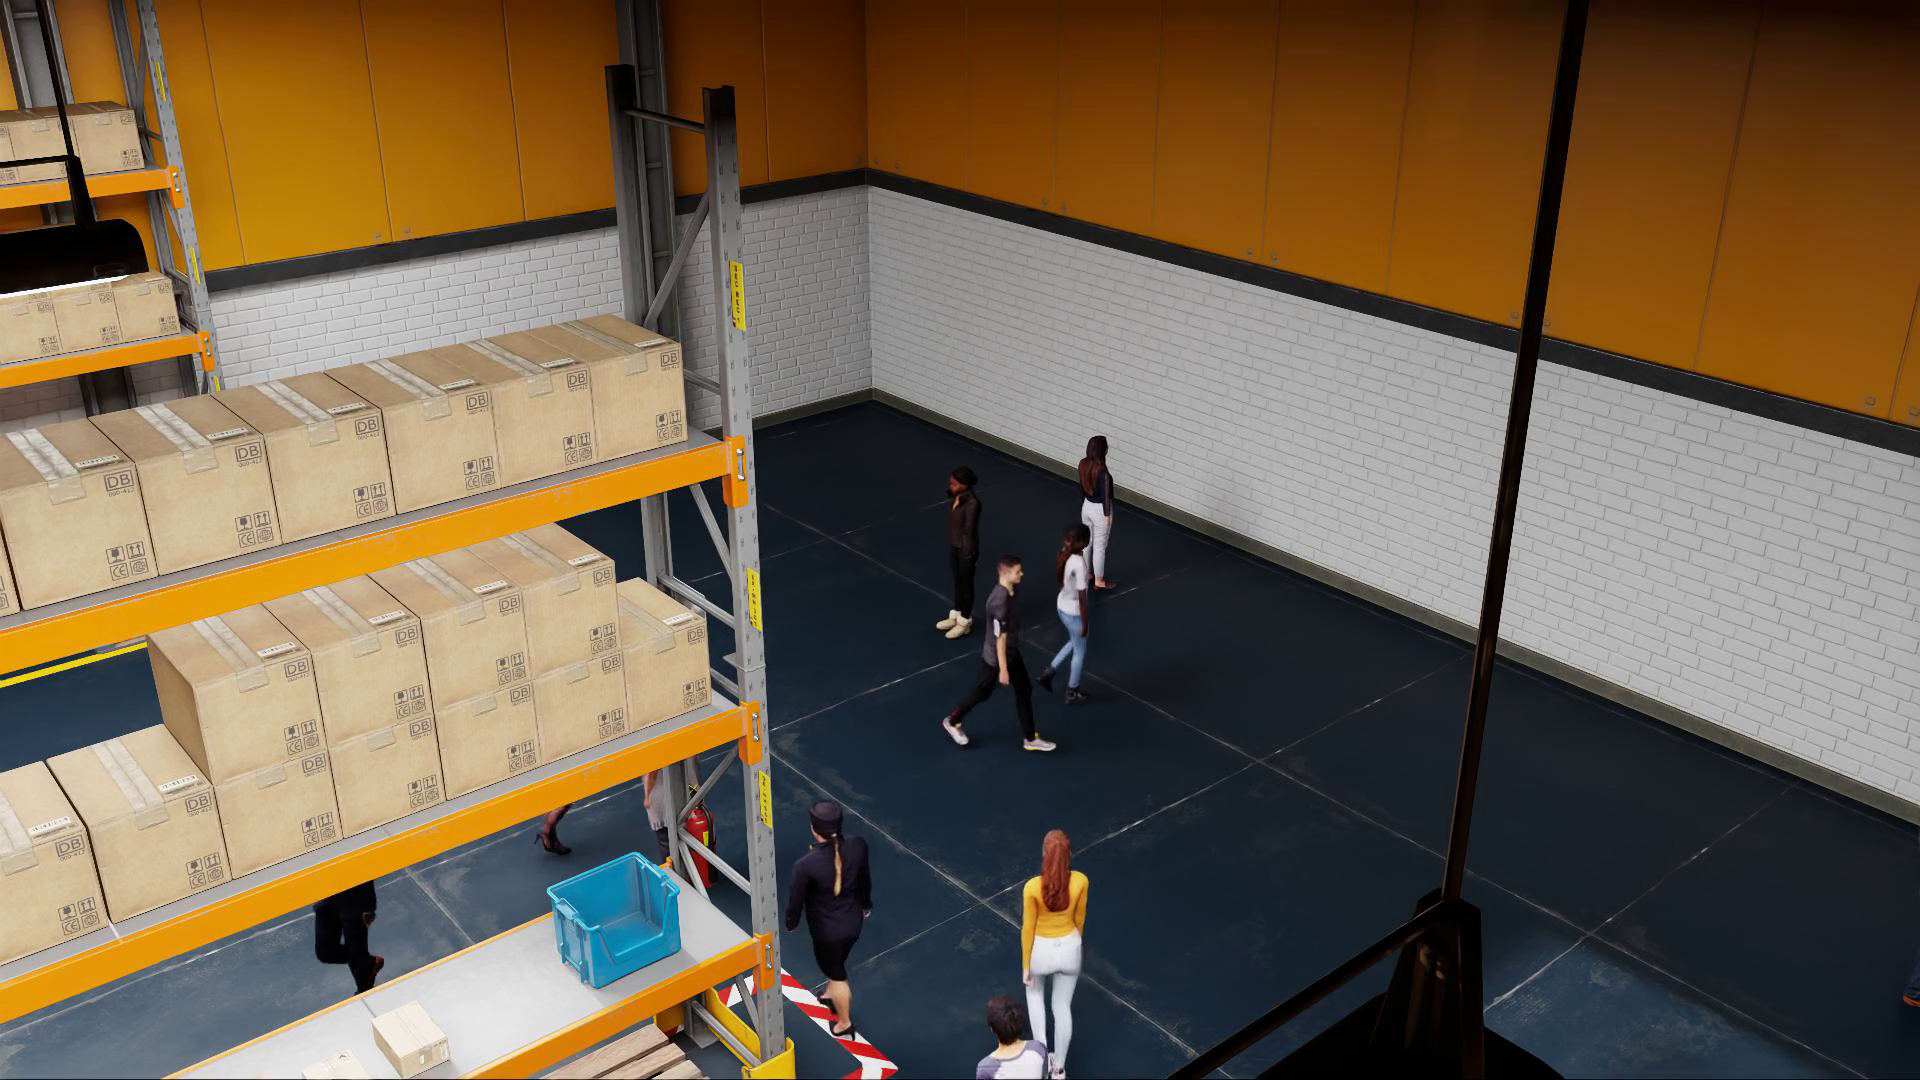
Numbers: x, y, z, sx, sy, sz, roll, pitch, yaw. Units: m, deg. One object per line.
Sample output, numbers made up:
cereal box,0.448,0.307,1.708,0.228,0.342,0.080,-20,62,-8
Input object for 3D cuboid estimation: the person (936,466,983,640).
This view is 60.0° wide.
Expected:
person,0.045,0.083,15.565,0.686,1.664,0.621,-14,27,-29

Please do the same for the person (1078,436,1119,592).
person,1.367,-0.278,16.461,0.572,1.608,0.626,-14,27,-29

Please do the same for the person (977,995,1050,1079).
person,0.322,3.125,8.761,0.754,1.541,0.756,-9,25,-20

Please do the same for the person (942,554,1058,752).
person,0.250,0.947,13.527,1.154,1.714,1.237,8,25,17

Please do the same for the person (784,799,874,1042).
person,-0.741,2.405,10.258,0.660,1.660,0.759,-19,30,-37

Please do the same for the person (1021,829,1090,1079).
person,0.589,2.536,9.865,0.664,1.735,0.746,-4,24,-8

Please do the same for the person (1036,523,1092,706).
person,0.898,0.644,14.222,0.837,1.713,0.749,-7,25,-16
